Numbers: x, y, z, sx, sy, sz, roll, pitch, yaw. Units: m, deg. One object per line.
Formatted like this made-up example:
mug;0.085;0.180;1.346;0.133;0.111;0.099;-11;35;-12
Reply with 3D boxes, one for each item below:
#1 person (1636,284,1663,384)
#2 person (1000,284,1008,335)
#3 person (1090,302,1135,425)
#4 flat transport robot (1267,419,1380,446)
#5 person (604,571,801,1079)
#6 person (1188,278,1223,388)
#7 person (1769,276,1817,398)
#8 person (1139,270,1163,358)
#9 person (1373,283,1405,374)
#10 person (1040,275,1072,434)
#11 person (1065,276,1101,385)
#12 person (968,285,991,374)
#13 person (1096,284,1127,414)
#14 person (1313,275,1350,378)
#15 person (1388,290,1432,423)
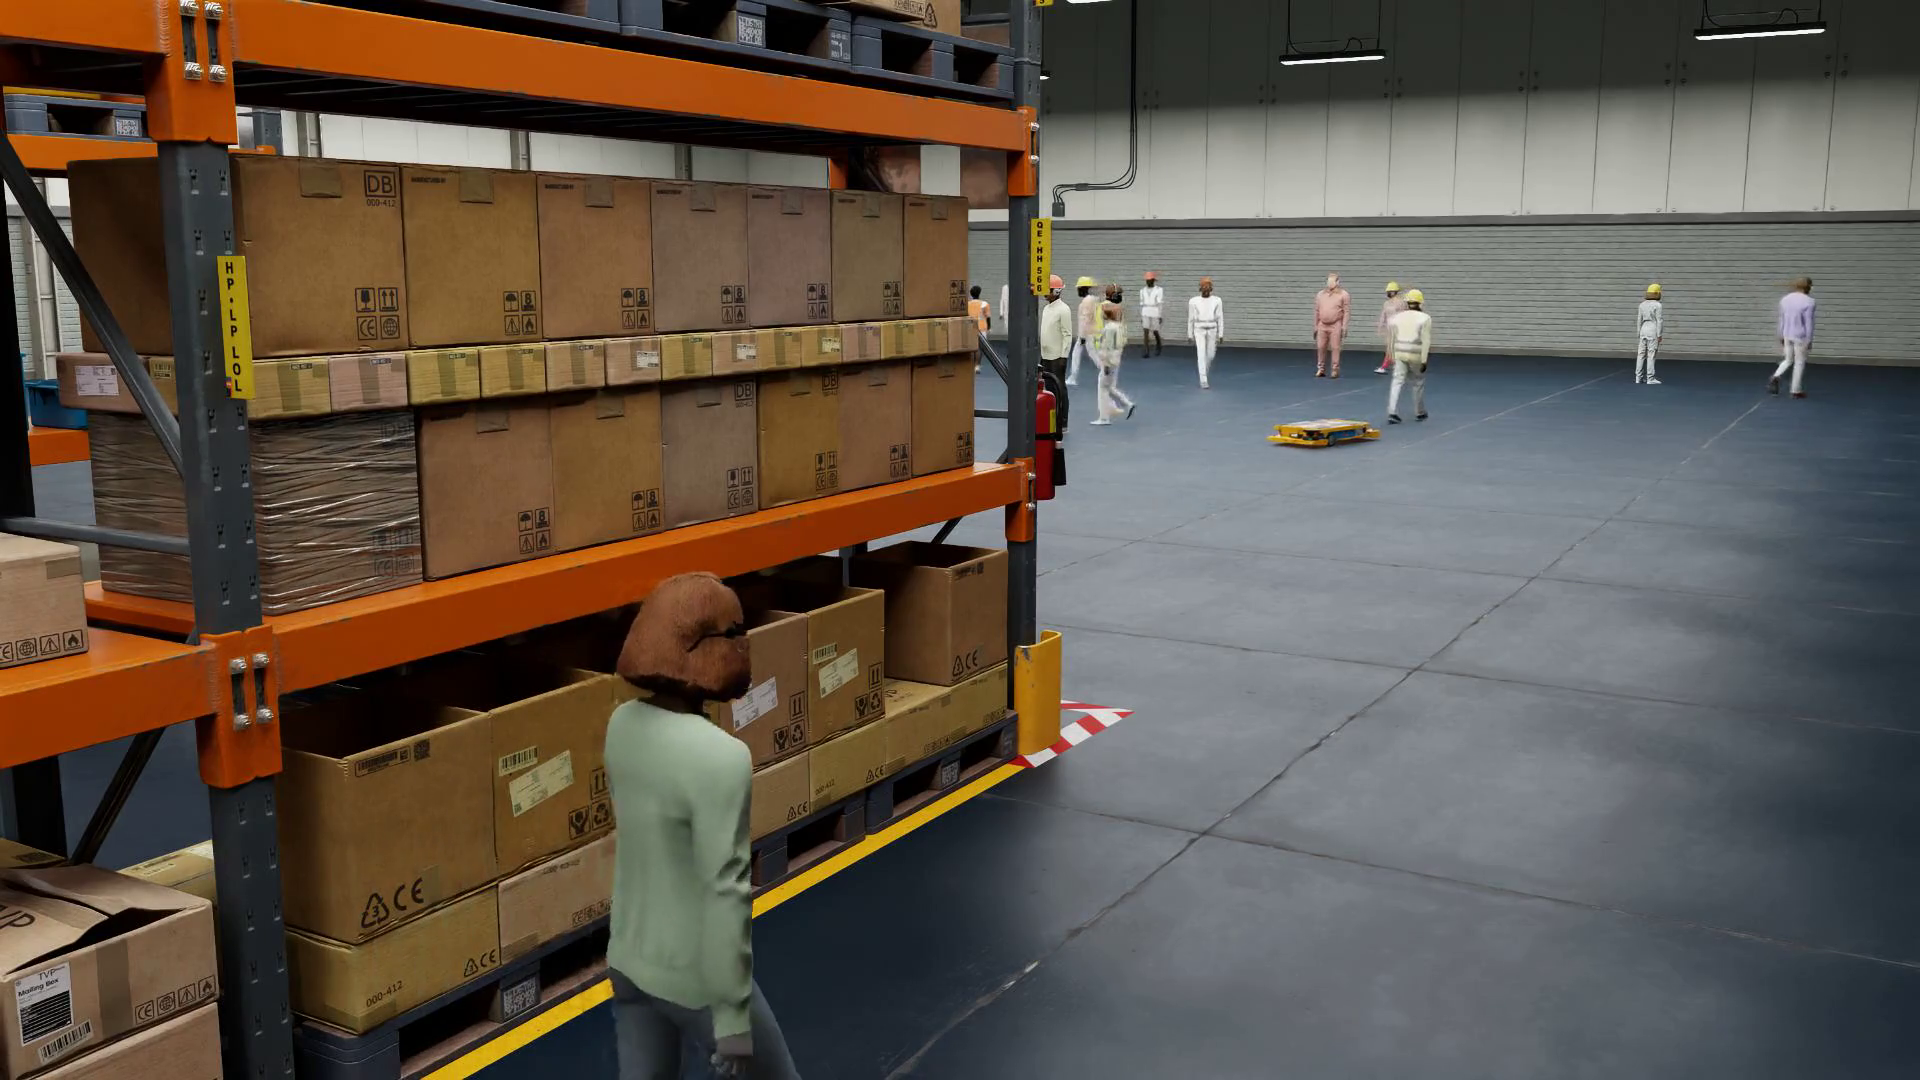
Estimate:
person;12.096;-3.606;29.120;0.308;1.743;0.494;-5;11;-26
person;1.243;-5.161;37.802;0.641;1.887;0.767;5;11;29
person;2.006;-2.316;21.902;0.495;1.622;0.532;2;10;14
flat transport robot;4.360;-1.297;19.905;1.431;0.197;0.652;-9;13;-44
person;-0.471;0.856;3.371;0.687;1.607;0.530;-8;12;-39
person;4.155;-3.514;28.243;0.587;1.862;0.741;0;10;-3
person;13.034;-3.160;25.981;0.555;1.923;0.650;-4;10;-22
person;4.210;-4.952;36.492;0.560;1.923;0.693;4;11;24
person;8.238;-4.015;31.577;0.892;1.726;0.540;-4;11;-24
person;1.164;-2.306;20.775;0.388;1.992;0.625;-4;11;-24
person;2.225;-3.580;28.552;0.953;1.892;0.598;1;10;3
person;0.308;-3.989;31.579;0.547;1.692;0.580;3;10;16
person;2.148;-2.700;23.561;0.429;1.836;0.628;-2;10;-14
person;6.780;-3.886;30.424;0.682;1.892;0.476;6;11;30
person;6.004;-2.447;22.250;0.602;1.780;0.946;8;12;39
